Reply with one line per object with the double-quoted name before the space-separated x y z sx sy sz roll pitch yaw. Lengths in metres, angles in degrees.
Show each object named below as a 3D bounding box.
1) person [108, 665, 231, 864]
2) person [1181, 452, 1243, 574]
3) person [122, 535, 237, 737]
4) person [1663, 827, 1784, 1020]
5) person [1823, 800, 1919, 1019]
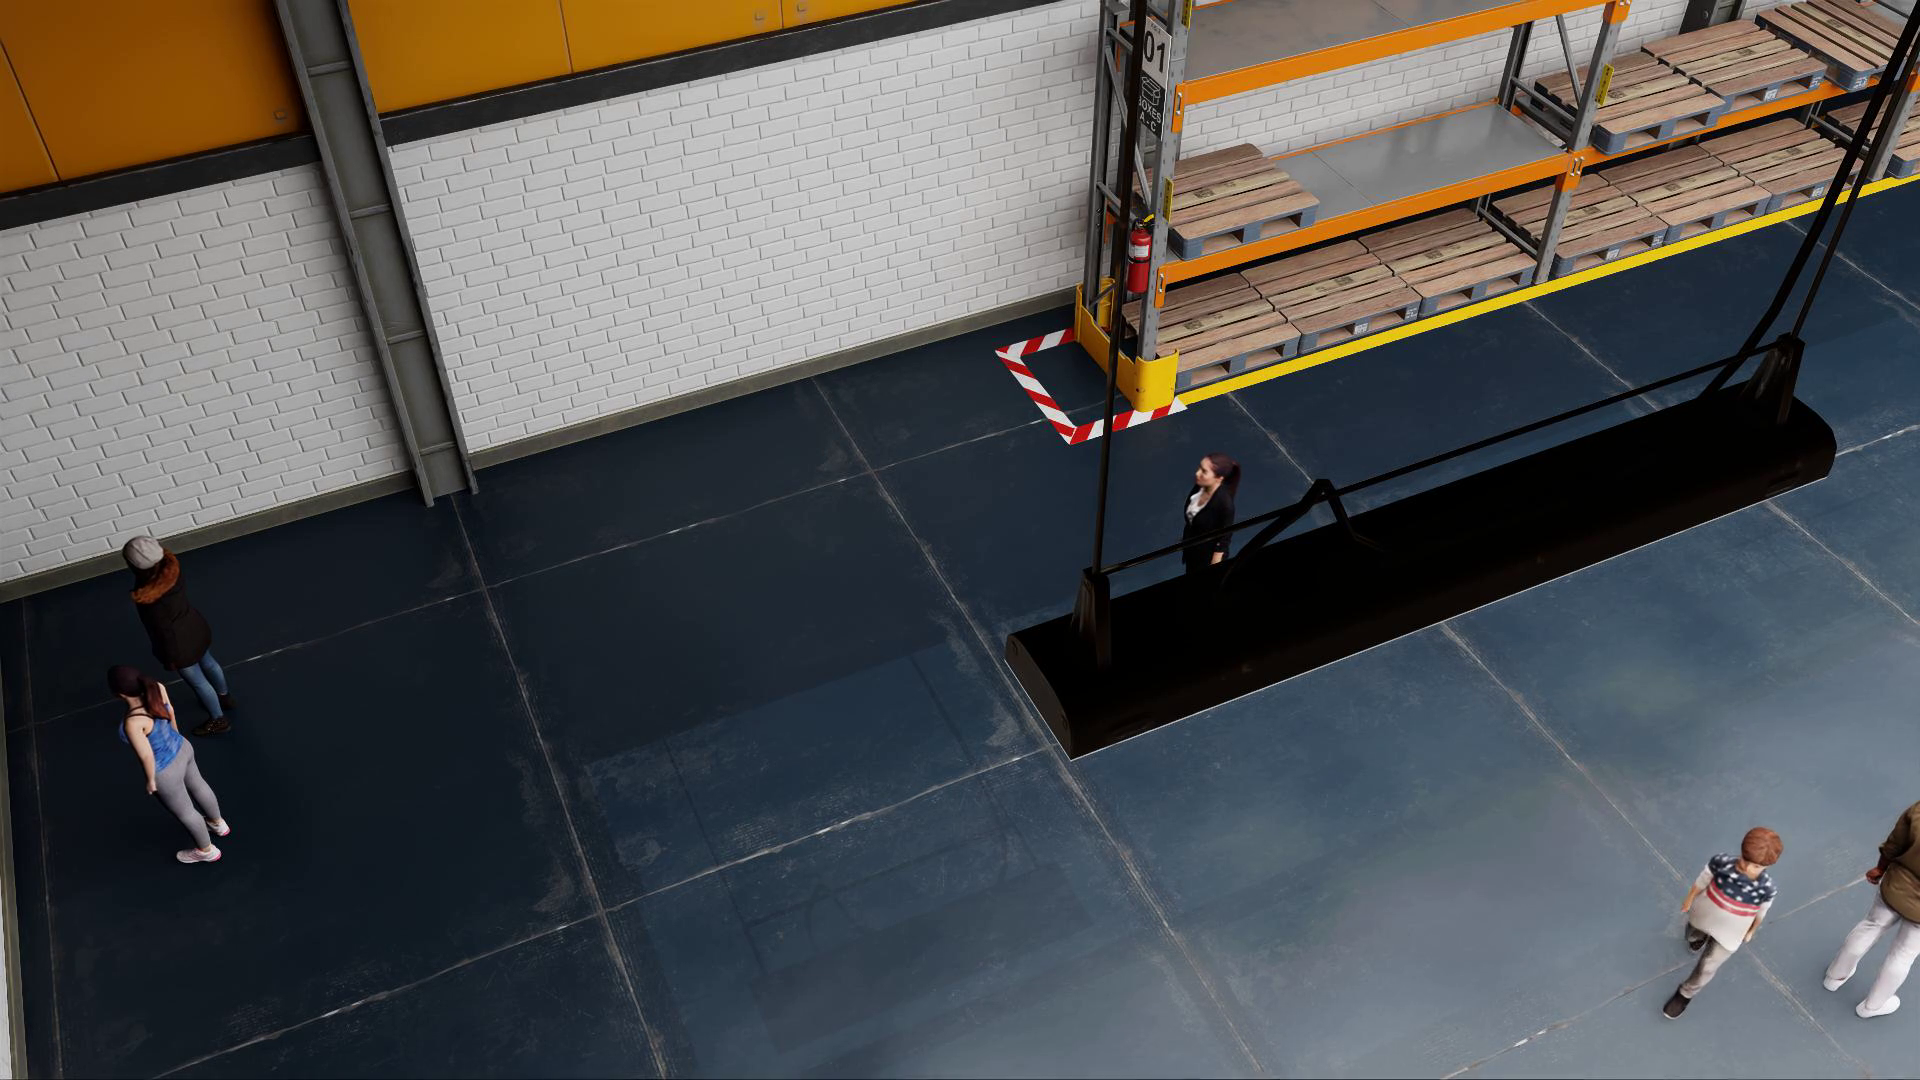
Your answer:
"person" -4.636 1.288 9.722 0.678 1.610 0.652 2 44 2
"person" 1.627 0.060 10.972 0.568 1.662 0.605 -14 45 -15
"person" -4.898 0.587 10.439 0.722 1.634 0.714 -4 44 -4
"person" 4.193 2.007 9.101 0.741 1.424 0.967 33 52 29
"person" 5.117 1.920 8.902 0.584 1.825 0.746 -22 48 -22
